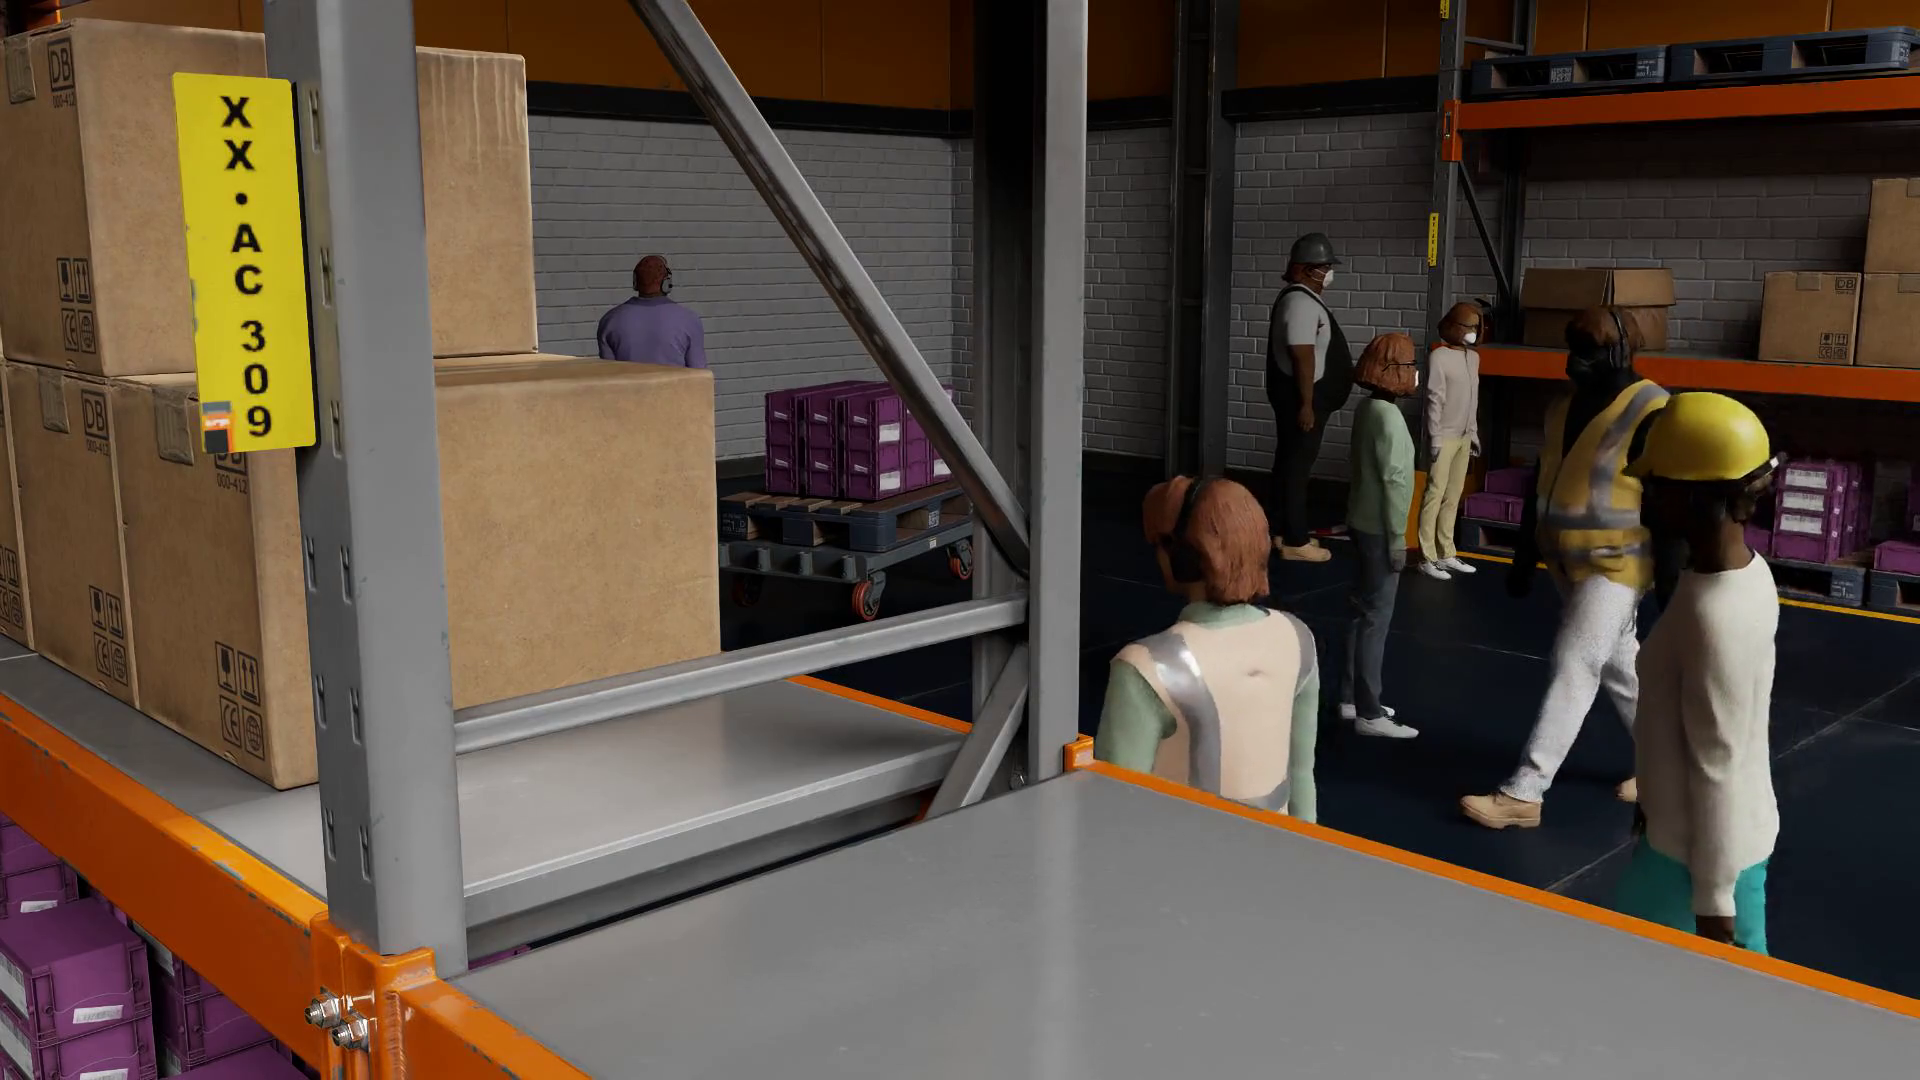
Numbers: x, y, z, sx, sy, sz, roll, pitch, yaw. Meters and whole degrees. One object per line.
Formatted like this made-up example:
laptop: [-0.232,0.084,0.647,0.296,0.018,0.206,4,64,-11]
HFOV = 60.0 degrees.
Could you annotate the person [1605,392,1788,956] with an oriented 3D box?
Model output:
person: [1.511,0.575,3.242,0.828,1.735,0.533,6,12,31]

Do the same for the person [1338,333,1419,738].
person: [1.715,-0.022,6.775,0.284,1.633,0.497,0,10,-2]

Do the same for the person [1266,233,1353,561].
person: [2.197,-0.903,10.469,0.536,2.000,0.683,1,10,5]

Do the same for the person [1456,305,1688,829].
person: [2.216,0.086,5.766,0.977,1.790,0.640,-2,11,-12]

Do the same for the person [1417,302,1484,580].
person: [2.930,-0.592,9.884,0.499,1.633,0.279,-10,14,-42]

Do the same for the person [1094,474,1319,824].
person: [0.474,0.674,3.074,0.524,1.598,0.859,-9,14,-42]

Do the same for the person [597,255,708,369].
person: [-1.793,-0.725,9.861,0.652,1.906,0.408,1,10,3]
